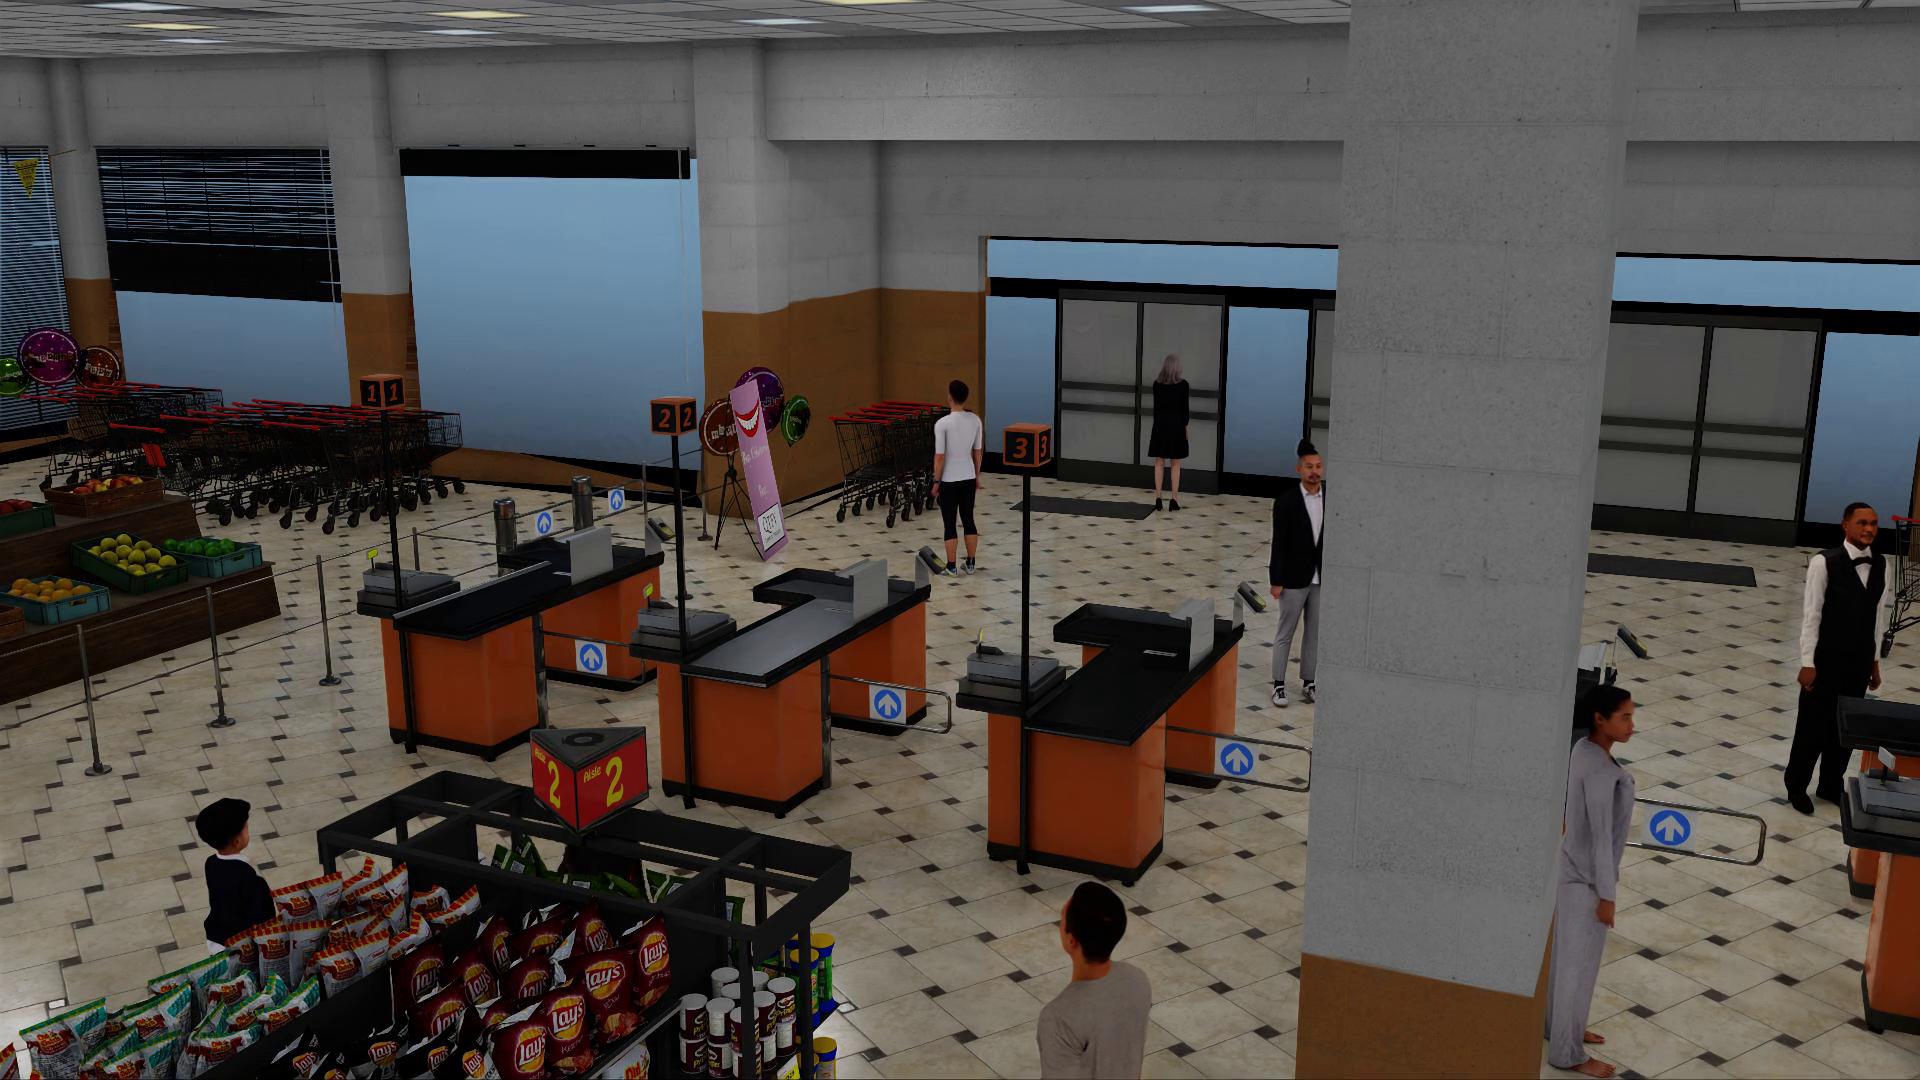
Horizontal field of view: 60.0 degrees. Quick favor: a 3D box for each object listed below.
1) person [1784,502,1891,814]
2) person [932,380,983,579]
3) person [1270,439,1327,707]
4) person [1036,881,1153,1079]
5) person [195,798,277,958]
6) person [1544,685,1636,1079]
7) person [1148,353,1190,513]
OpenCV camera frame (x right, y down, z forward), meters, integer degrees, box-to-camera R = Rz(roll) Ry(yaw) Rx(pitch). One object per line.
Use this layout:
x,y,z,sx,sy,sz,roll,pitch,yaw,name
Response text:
5.351,0.704,10.128,0.780,1.919,0.785,-2,14,-7,person
-0.018,-0.578,15.555,0.705,1.852,0.813,-8,16,-31,person
2.497,0.228,12.023,0.797,1.950,0.811,-3,14,-10,person
0.423,1.933,5.287,0.775,1.812,0.596,12,18,41,person
-3.208,1.733,7.360,0.518,1.223,0.495,8,16,31,person
2.761,1.472,7.354,0.739,1.734,0.556,3,14,12,person
2.306,-1.190,18.302,0.632,1.745,0.608,4,14,15,person
